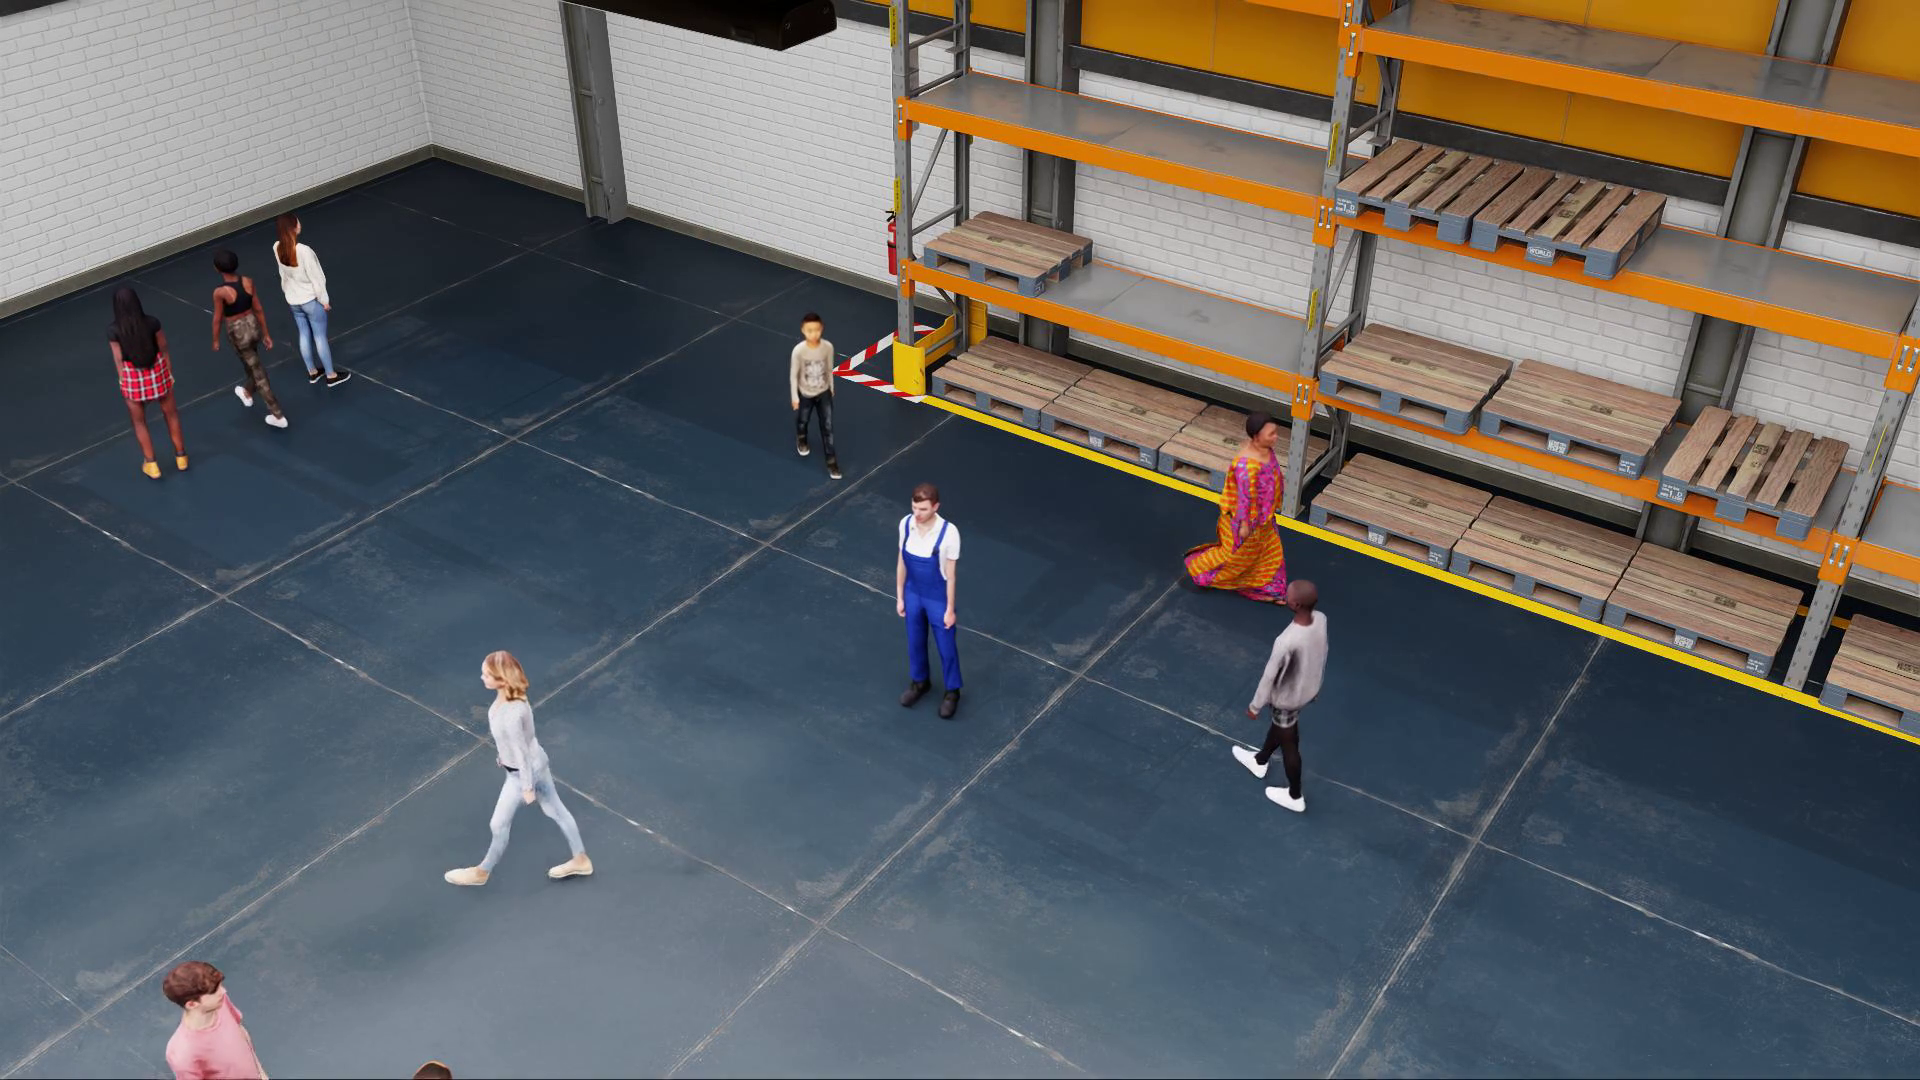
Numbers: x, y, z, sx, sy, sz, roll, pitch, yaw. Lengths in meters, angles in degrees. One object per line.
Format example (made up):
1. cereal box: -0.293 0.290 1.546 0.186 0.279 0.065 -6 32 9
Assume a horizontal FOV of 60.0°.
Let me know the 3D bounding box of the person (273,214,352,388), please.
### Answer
1. person: -6.085 -2.237 15.487 0.544 1.692 0.713 14 36 20

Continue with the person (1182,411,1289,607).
1. person: 2.137 -0.247 12.528 1.138 1.653 0.735 17 37 23

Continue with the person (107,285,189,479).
1. person: -6.889 -1.341 14.111 0.681 1.723 0.664 -27 42 -35

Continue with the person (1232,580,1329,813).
1. person: 2.170 1.021 10.524 0.914 1.760 0.711 28 43 35

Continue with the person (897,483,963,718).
1. person: -0.201 0.386 11.404 0.534 1.844 0.703 16 37 23

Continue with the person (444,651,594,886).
1. person: -2.520 1.382 9.979 1.138 1.761 1.092 -6 34 -9

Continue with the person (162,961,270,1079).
1. person: -3.545 2.705 7.852 1.278 1.913 1.166 -3 34 -5

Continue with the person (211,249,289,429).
1. person: -6.304 -1.753 14.786 1.041 1.662 0.608 19 38 27

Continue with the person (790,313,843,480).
1. person: -1.287 -1.303 14.319 0.927 1.429 1.078 -11 35 -16
